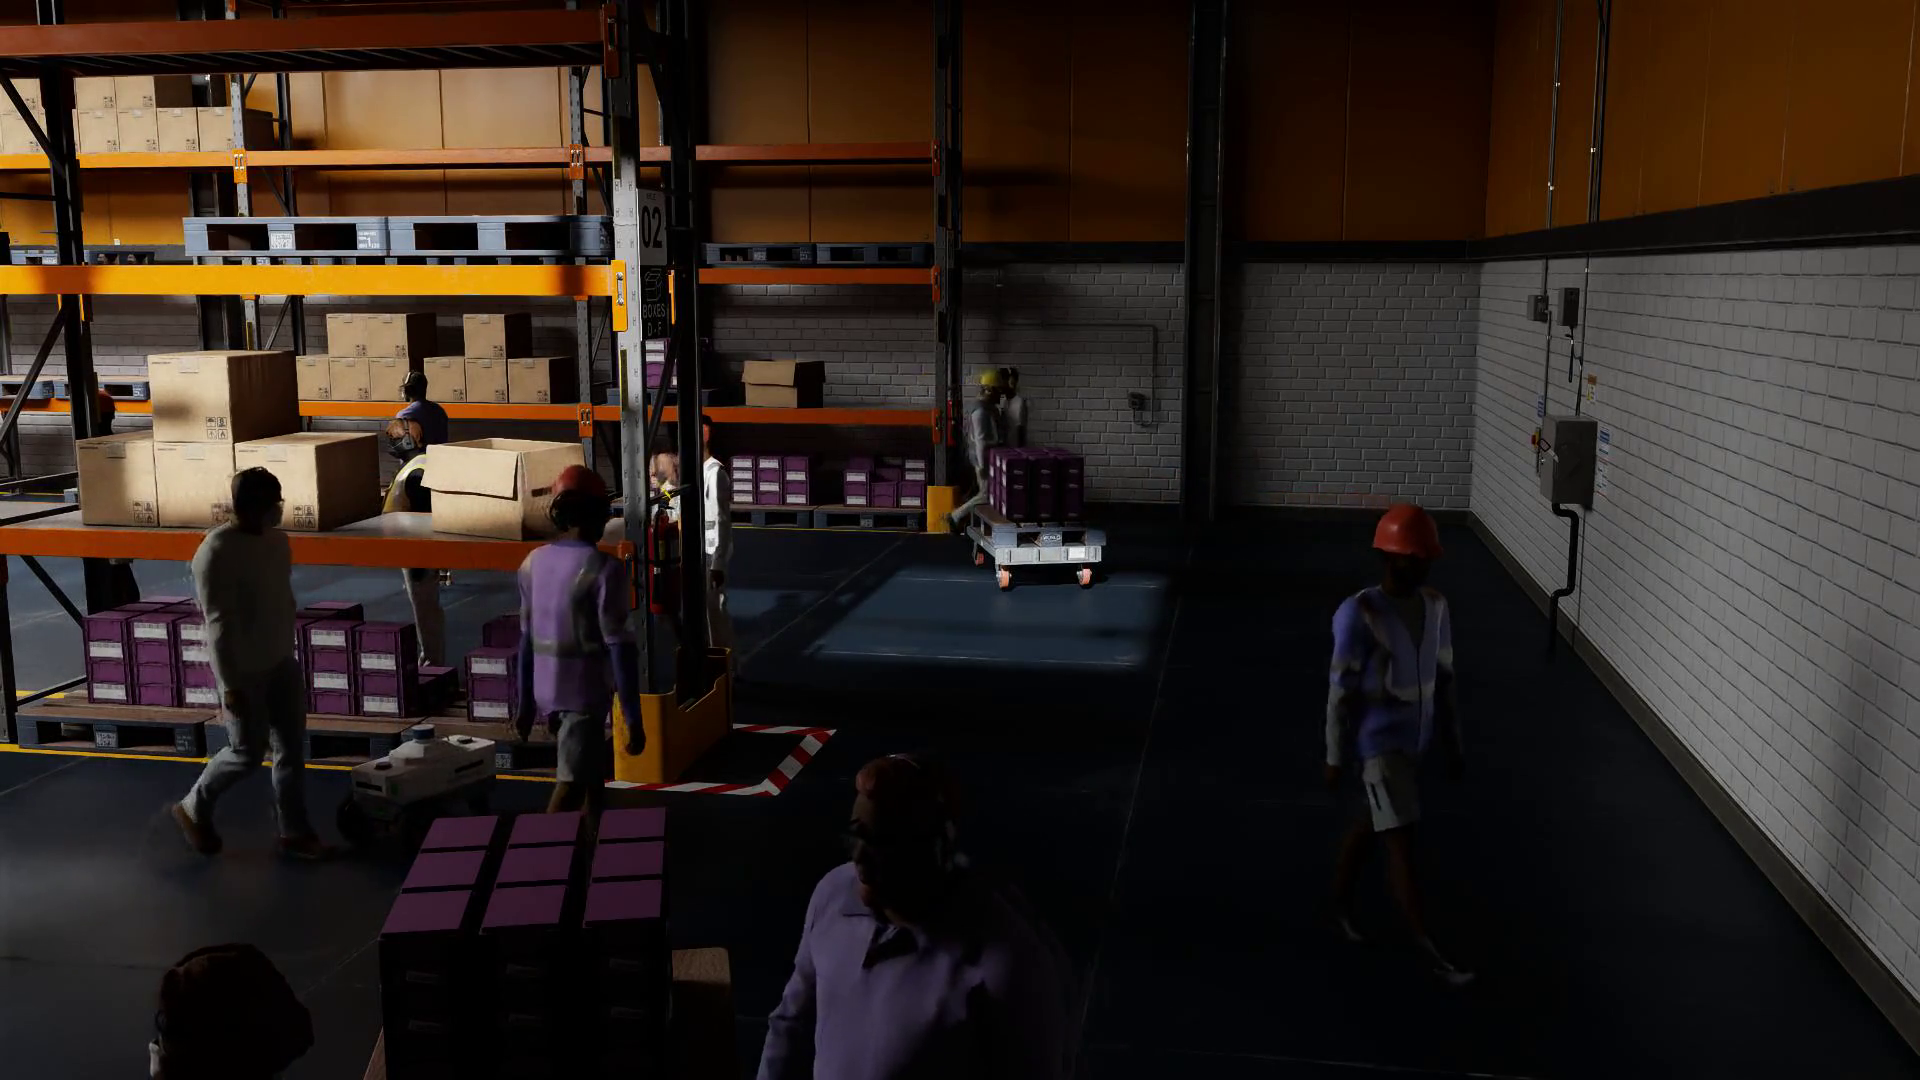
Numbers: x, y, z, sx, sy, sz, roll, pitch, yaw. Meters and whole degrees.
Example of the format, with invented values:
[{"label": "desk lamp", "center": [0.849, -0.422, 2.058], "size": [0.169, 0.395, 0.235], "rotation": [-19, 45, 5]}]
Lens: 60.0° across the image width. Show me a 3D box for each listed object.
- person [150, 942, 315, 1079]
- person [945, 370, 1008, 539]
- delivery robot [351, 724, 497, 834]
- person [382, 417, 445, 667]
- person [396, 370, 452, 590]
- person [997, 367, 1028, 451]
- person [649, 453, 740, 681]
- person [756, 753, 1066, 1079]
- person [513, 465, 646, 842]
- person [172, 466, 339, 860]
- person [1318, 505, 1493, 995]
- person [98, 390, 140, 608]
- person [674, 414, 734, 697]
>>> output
[{"label": "person", "center": [-1.275, 1.506, 2.997], "size": [0.278, 1.634, 0.498], "rotation": [-6, 11, -31]}, {"label": "person", "center": [0.216, -0.828, 16.950], "size": [0.652, 1.804, 0.612], "rotation": [2, 9, 13]}, {"label": "delivery robot", "center": [-2.637, 1.155, 8.223], "size": [0.477, 0.478, 0.707], "rotation": [5, 11, 30]}, {"label": "person", "center": [-3.656, 0.090, 11.176], "size": [0.429, 1.836, 0.628], "rotation": [-4, 10, -23]}, {"label": "person", "center": [-4.727, -0.522, 14.637], "size": [0.354, 1.937, 0.635], "rotation": [3, 10, 16]}, {"label": "person", "center": [0.597, -0.858, 17.023], "size": [0.717, 1.835, 0.535], "rotation": [-4, 10, -24]}, {"label": "person", "center": [-1.941, 0.203, 11.263], "size": [0.918, 1.564, 0.525], "rotation": [3, 10, 16]}, {"label": "person", "center": [-0.158, 1.336, 3.379], "size": [1.020, 1.851, 0.658], "rotation": [-7, 12, -39]}, {"label": "person", "center": [-1.642, 0.682, 7.106], "size": [0.684, 1.976, 1.011], "rotation": [7, 12, 37]}, {"label": "person", "center": [-3.383, 0.598, 7.796], "size": [0.706, 1.912, 0.659], "rotation": [3, 10, 16]}, {"label": "person", "center": [1.770, 0.801, 6.588], "size": [0.565, 1.882, 0.975], "rotation": [-6, 11, -31]}, {"label": "person", "center": [-6.333, -0.150, 12.341], "size": [0.552, 1.935, 0.361], "rotation": [9, 13, 43]}, {"label": "person", "center": [-1.666, 0.114, 10.861], "size": [0.360, 1.884, 0.574], "rotation": [-5, 10, -26]}]
